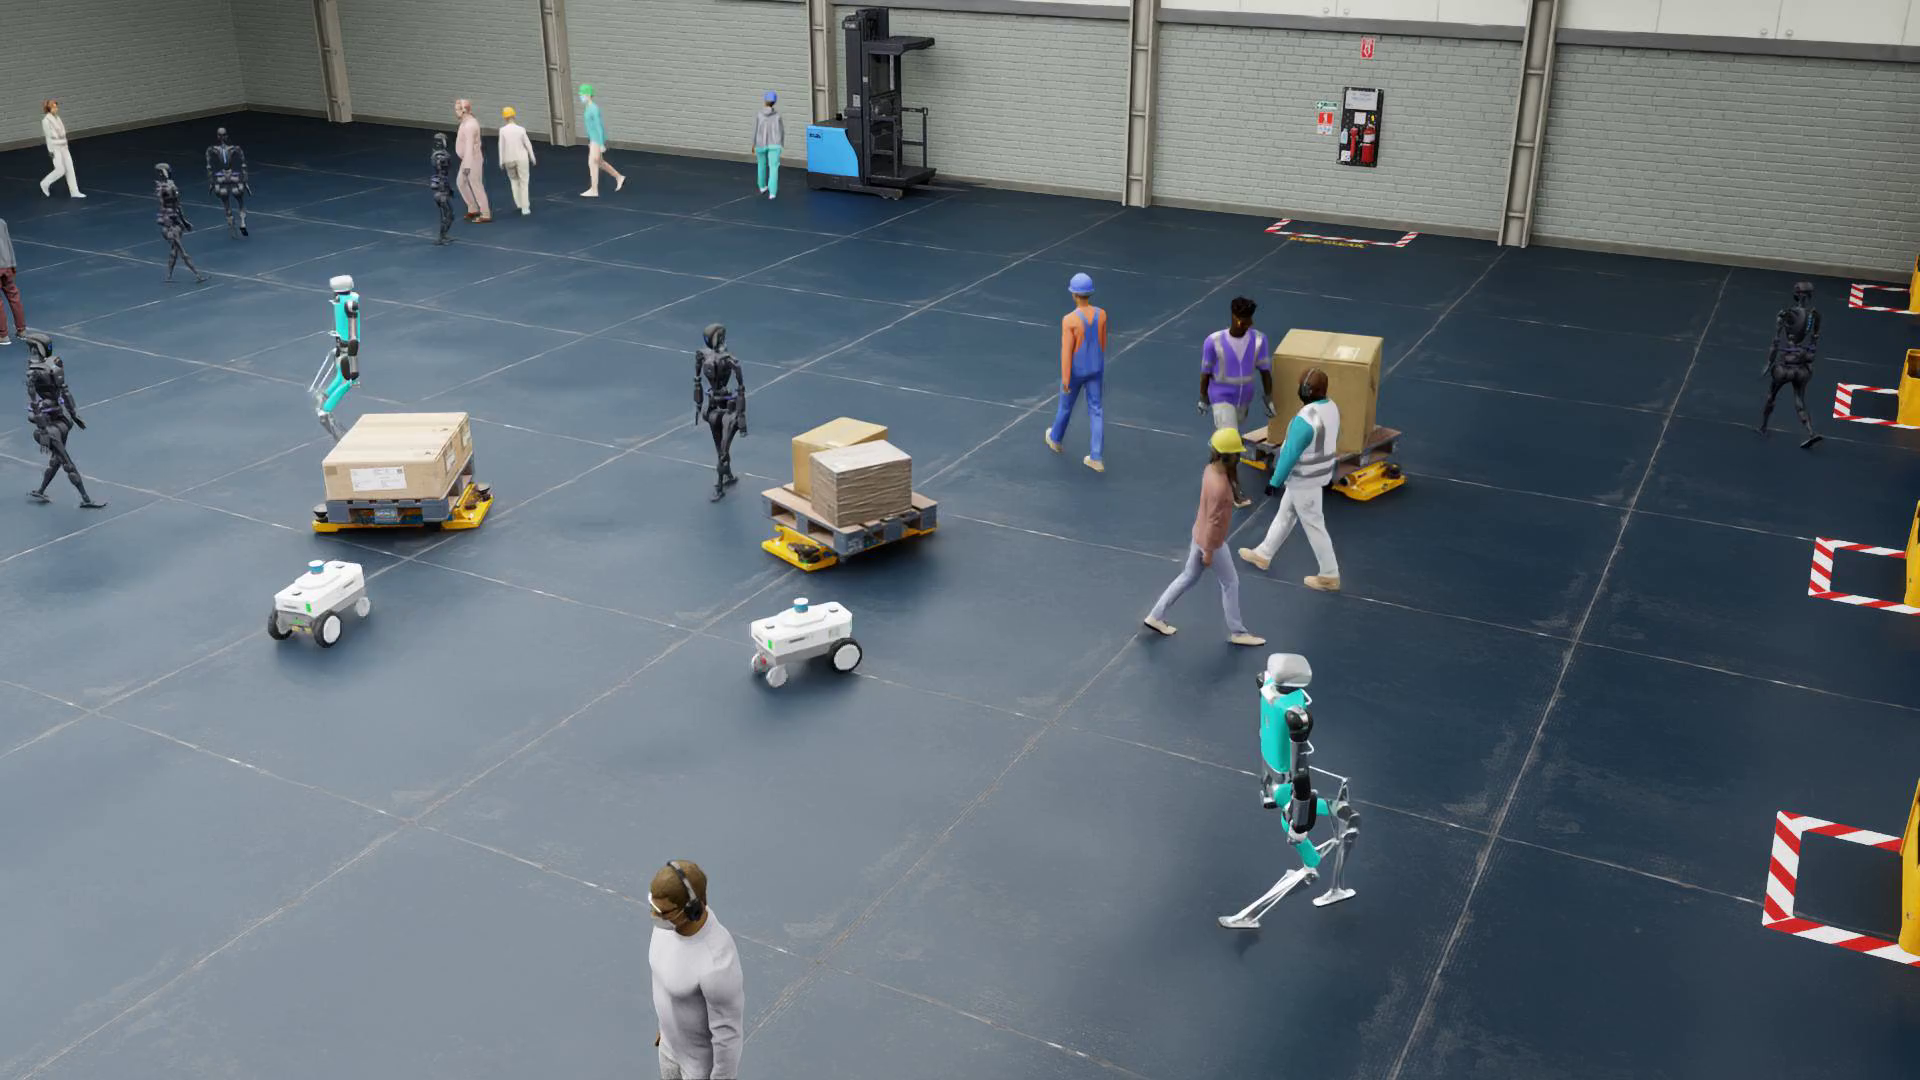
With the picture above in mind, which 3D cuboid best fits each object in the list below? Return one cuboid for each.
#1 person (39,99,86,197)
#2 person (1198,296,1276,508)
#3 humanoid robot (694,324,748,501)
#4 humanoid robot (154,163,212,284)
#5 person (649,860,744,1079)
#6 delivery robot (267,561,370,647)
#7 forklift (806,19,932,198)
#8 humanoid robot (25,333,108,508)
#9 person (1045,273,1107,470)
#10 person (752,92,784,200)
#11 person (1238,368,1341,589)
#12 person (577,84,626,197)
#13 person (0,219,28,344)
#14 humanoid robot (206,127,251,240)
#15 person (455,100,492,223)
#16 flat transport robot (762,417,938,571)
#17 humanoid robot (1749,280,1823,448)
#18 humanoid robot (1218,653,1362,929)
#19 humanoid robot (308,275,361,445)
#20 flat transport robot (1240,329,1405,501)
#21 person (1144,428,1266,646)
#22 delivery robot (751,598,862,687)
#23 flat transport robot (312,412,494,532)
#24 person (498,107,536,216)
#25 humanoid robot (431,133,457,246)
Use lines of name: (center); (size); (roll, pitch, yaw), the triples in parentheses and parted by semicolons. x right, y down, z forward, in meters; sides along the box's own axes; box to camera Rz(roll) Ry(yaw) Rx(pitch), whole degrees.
person: (-14.942, -6.449, 27.464); (0.585, 1.623, 0.520); (-1, 23, -1)
person: (2.495, -1.315, 15.176); (0.639, 1.904, 1.054); (-7, 24, -15)
humanoid robot: (-2.192, -1.192, 15.168); (0.610, 1.631, 0.614); (13, 27, 28)
humanoid robot: (-10.479, -4.241, 22.291); (0.731, 1.631, 0.596); (-2, 23, -4)
person: (-1.113, 2.167, 7.007); (0.373, 1.937, 0.629); (-15, 27, -31)
delivery robot: (-4.903, 0.460, 12.737); (0.499, 0.601, 0.788); (7, 24, 16)
forklift: (-1.573, -7.292, 27.850); (1.873, 2.768, 1.129); (12, 26, 25)
humanoid robot: (-8.174, -1.066, 14.933); (0.750, 1.652, 0.585); (1, 23, 2)
person: (1.161, -1.655, 16.005); (0.526, 1.859, 0.956); (-8, 25, -19)
person: (-3.176, -6.531, 27.542); (0.533, 1.705, 0.901); (0, 23, -1)
person: (2.743, -0.507, 13.417); (0.946, 1.787, 0.622); (13, 26, 27)
person: (-5.990, -6.659, 27.664); (0.742, 1.853, 0.540); (-9, 25, -21)
person: (-11.441, -3.229, 19.719); (0.370, 1.816, 0.537); (12, 26, 25)
humanoid robot: (-10.870, -5.286, 24.693); (0.589, 1.647, 0.386); (-9, 25, -21)
person: (-7.627, -5.847, 25.725); (0.619, 1.885, 0.686); (-7, 24, -15)
flat transport robot: (-0.931, -0.081, 14.352); (1.431, 0.231, 0.659); (-19, 30, -37)
humanoid robot: (8.303, -1.738, 16.498); (0.586, 1.632, 0.782); (-7, 24, -17)
humanoid robot: (1.955, 1.402, 9.091); (1.037, 1.750, 0.546); (-5, 24, -12)
humanoid robot: (-6.103, -1.644, 16.134); (0.695, 1.801, 0.530); (-13, 26, -27)
flat transport robot: (3.427, -0.711, 15.818); (0.659, 0.231, 1.431); (-21, 31, -40)
person: (1.835, -0.028, 12.382); (0.900, 1.721, 0.537); (0, 23, 0)
delivery robot: (-1.127, 0.718, 12.153); (0.808, 0.614, 0.499); (-14, 27, -29)
flat transport robot: (-4.959, -0.295, 14.849); (1.431, 0.231, 0.659); (-1, 23, -3)
person: (-7.025, -6.023, 26.405); (0.547, 1.663, 0.623); (-2, 23, -5)
humanoid robot: (-7.579, -5.132, 24.333); (0.400, 1.632, 0.589); (-3, 23, -7)
